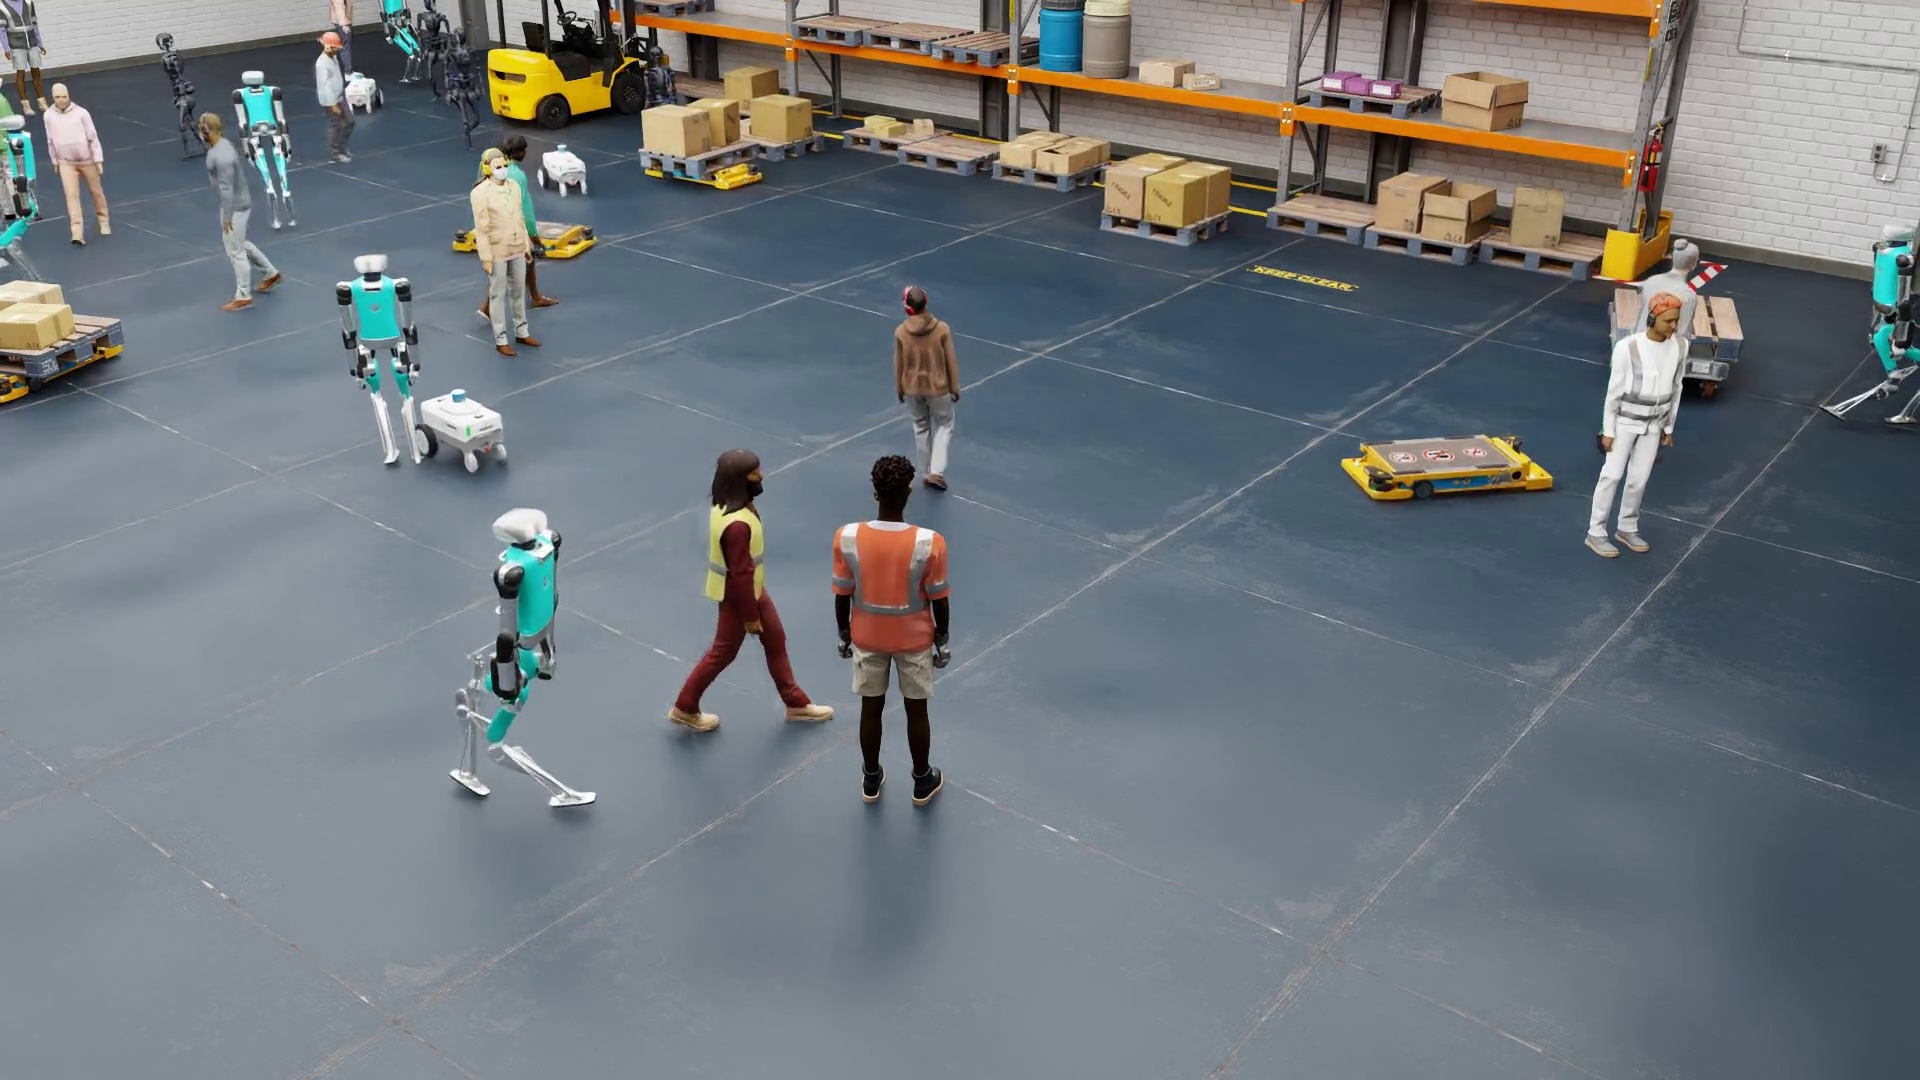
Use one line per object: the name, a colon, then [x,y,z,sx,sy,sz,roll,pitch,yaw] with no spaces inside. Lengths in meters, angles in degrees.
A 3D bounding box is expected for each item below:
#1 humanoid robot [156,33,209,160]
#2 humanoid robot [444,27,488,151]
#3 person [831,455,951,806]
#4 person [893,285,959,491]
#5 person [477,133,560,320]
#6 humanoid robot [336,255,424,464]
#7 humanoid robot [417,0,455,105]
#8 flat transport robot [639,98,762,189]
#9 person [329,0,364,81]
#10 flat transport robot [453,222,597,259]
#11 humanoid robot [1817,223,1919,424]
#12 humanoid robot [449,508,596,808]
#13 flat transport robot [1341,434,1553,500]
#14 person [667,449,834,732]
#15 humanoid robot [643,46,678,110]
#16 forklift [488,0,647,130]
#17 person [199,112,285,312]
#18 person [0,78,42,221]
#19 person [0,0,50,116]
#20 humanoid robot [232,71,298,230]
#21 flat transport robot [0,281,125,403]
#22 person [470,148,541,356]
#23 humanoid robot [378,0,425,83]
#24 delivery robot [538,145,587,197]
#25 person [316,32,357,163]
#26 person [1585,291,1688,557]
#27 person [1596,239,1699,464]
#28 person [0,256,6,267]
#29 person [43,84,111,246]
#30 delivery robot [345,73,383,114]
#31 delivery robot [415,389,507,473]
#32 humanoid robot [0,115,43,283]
humanoid robot: [-10.435,-5.949,22.280,0.544,1.636,0.586,-18,31,-33]
humanoid robot: [-6.827,-6.196,22.789,0.610,1.633,0.556,-22,33,-38]
person: [-0.345,0.485,8.617,0.611,1.963,0.362,4,26,8]
person: [-0.243,-1.111,12.306,0.486,1.612,0.441,4,26,8]
person: [-4.358,-3.017,16.057,0.884,1.806,0.504,-19,32,-35]
humanoid robot: [-4.400,-1.368,12.754,0.543,1.802,0.766,-7,27,-15]
humanoid robot: [-8.036,-7.518,25.533,0.587,1.649,0.335,4,26,8]
flat transport robot: [-3.321,-4.761,21.430,1.431,0.231,0.659,16,30,30]
person: [-10.168,-8.529,27.396,0.406,1.867,0.806,-8,27,-16]
flat transport robot: [-4.843,-3.352,18.513,1.431,0.231,0.659,6,26,13]
humanoid robot: [7.566,-1.674,13.336,0.992,1.729,0.548,1,26,2]
humanoid robot: [-2.433,0.631,8.629,1.025,1.747,0.538,6,26,12]
flat transport robot: [3.720,-0.556,12.722,1.431,0.231,0.659,-4,26,-9]
person: [-1.231,0.299,9.272,0.934,1.726,0.477,-1,26,-3]
humanoid robot: [-3.838,-5.522,21.449,0.785,1.623,0.609,16,30,30]
forklift: [-5.874,-7.334,24.552,1.214,2.155,2.313,19,32,34]
person: [-7.138,-3.261,16.449,0.632,1.914,0.734,-14,29,-26]
person: [-11.108,-4.576,19.315,0.546,1.779,0.384,15,30,29]
person: [-13.981,-7.394,24.848,0.389,2.040,0.613,16,30,30]
humanoid robot: [-7.898,-4.404,19.002,0.536,1.779,0.764,-11,28,-22]
flat transport robot: [-8.249,-1.562,14.806,0.659,0.231,1.431,7,27,15]
person: [-4.175,-2.640,15.192,0.408,1.875,0.563,17,30,31]
humanoid robot: [-8.909,-8.194,26.698,0.735,1.677,0.533,19,32,34]
delivery robot: [-4.972,-4.644,20.875,0.499,0.609,0.811,-14,29,-27]
person: [-8.262,-5.838,21.991,0.456,1.712,0.583,0,26,1]
person: [4.634,-0.784,11.352,0.566,1.878,0.353,-6,26,-13]
person: [5.280,-1.415,12.714,0.563,1.822,0.538,-15,29,-27]
person: [-10.517,-3.795,17.568,0.622,1.893,0.404,10,27,20]
person: [-9.863,-4.203,18.591,0.553,1.742,0.872,-8,27,-16]
delivery robot: [-9.116,-6.809,25.327,0.499,0.580,0.769,-4,26,-8]
delivery robot: [-3.928,-0.891,13.096,0.794,0.603,0.499,22,33,38]
humanoid robot: [-9.640,-3.368,16.899,0.661,1.830,0.537,-9,27,-19]
